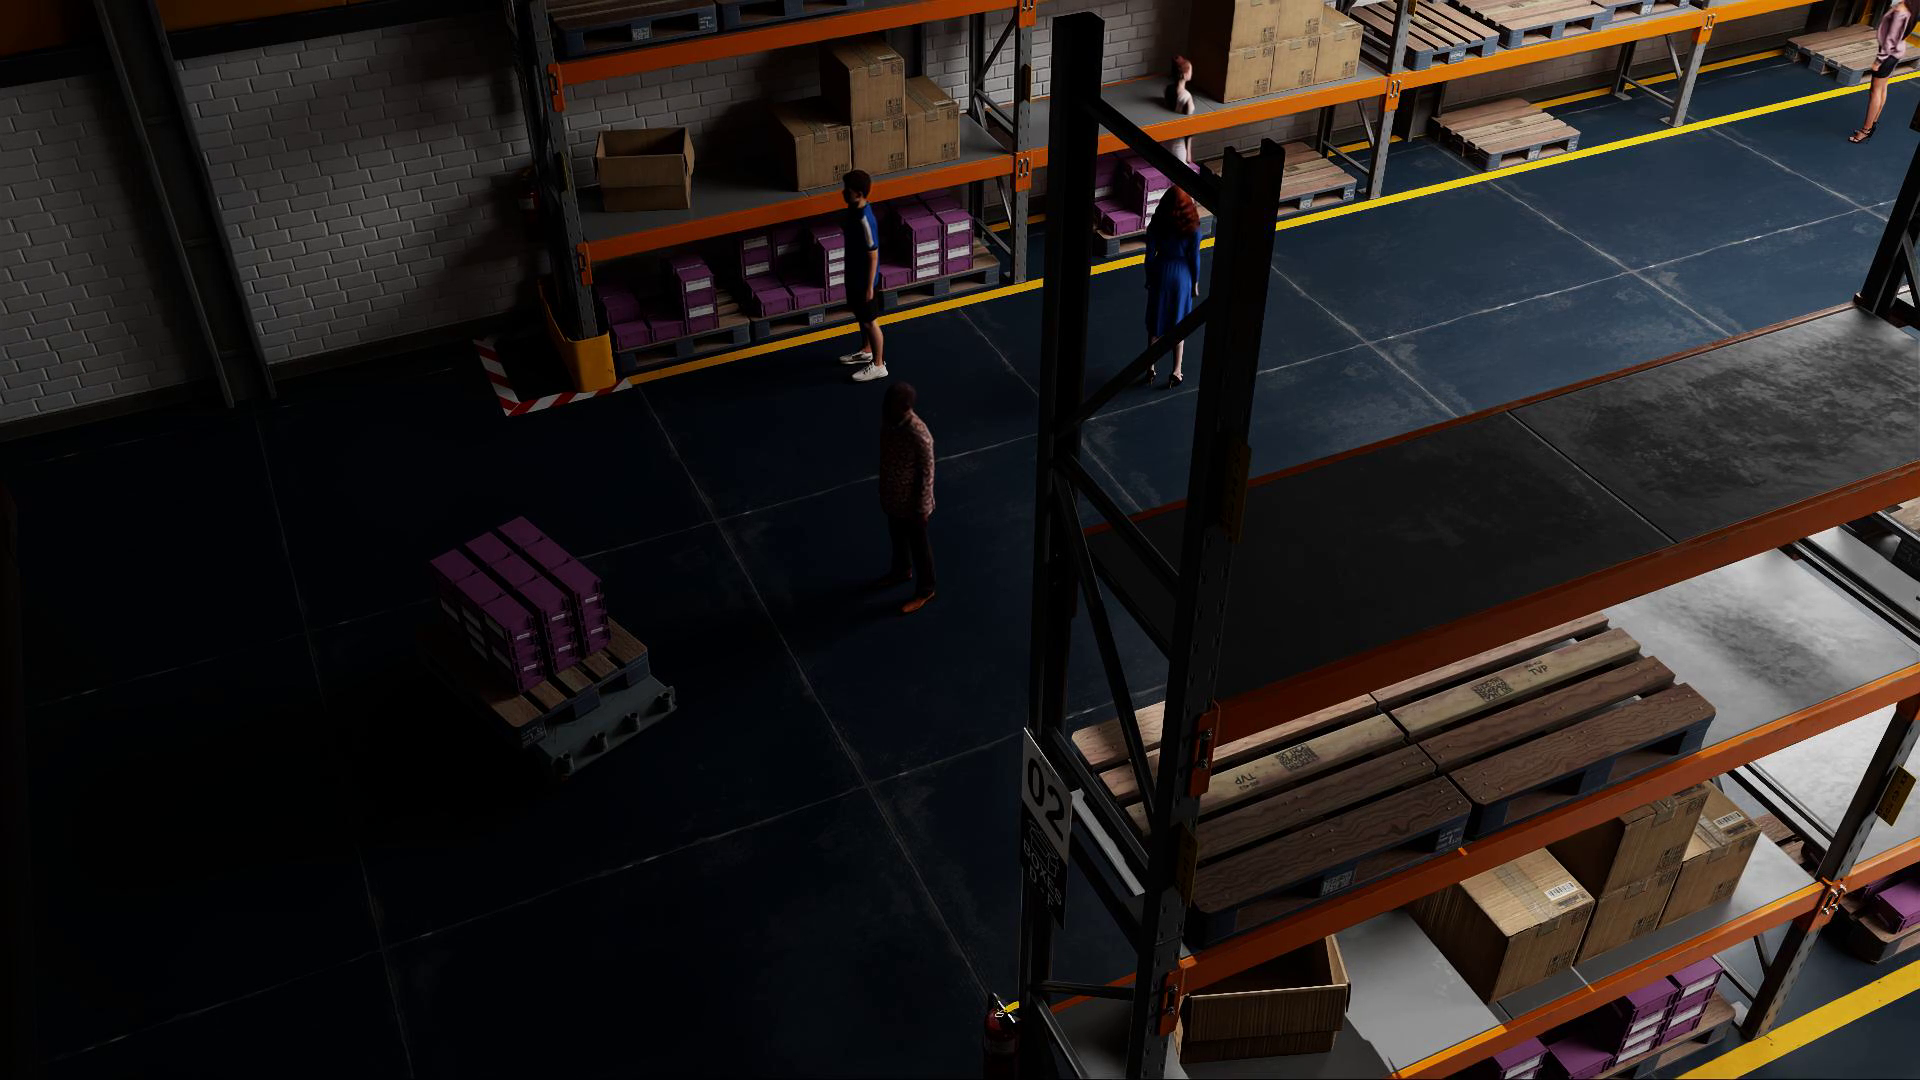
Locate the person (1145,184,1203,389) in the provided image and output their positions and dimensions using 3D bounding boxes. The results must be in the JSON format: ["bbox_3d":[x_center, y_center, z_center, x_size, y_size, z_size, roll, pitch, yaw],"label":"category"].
[{"bbox_3d":[1.710,-2.052,13.551,0.702,1.829,0.769,11,40,14],"label":"person"}]

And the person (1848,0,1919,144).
[{"bbox_3d":[9.642,-5.000,17.257,0.743,1.811,0.591,31,48,33],"label":"person"}]

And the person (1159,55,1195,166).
[{"bbox_3d":[1.995,-3.686,15.628,0.503,1.791,0.558,-18,42,-21],"label":"person"}]

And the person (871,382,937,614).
[{"bbox_3d":[-0.362,-0.323,11.403,0.649,1.807,0.735,-24,45,-27],"label":"person"}]

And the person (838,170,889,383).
[{"bbox_3d":[-0.801,-2.185,13.688,0.579,1.865,0.670,-14,41,-17],"label":"person"}]
